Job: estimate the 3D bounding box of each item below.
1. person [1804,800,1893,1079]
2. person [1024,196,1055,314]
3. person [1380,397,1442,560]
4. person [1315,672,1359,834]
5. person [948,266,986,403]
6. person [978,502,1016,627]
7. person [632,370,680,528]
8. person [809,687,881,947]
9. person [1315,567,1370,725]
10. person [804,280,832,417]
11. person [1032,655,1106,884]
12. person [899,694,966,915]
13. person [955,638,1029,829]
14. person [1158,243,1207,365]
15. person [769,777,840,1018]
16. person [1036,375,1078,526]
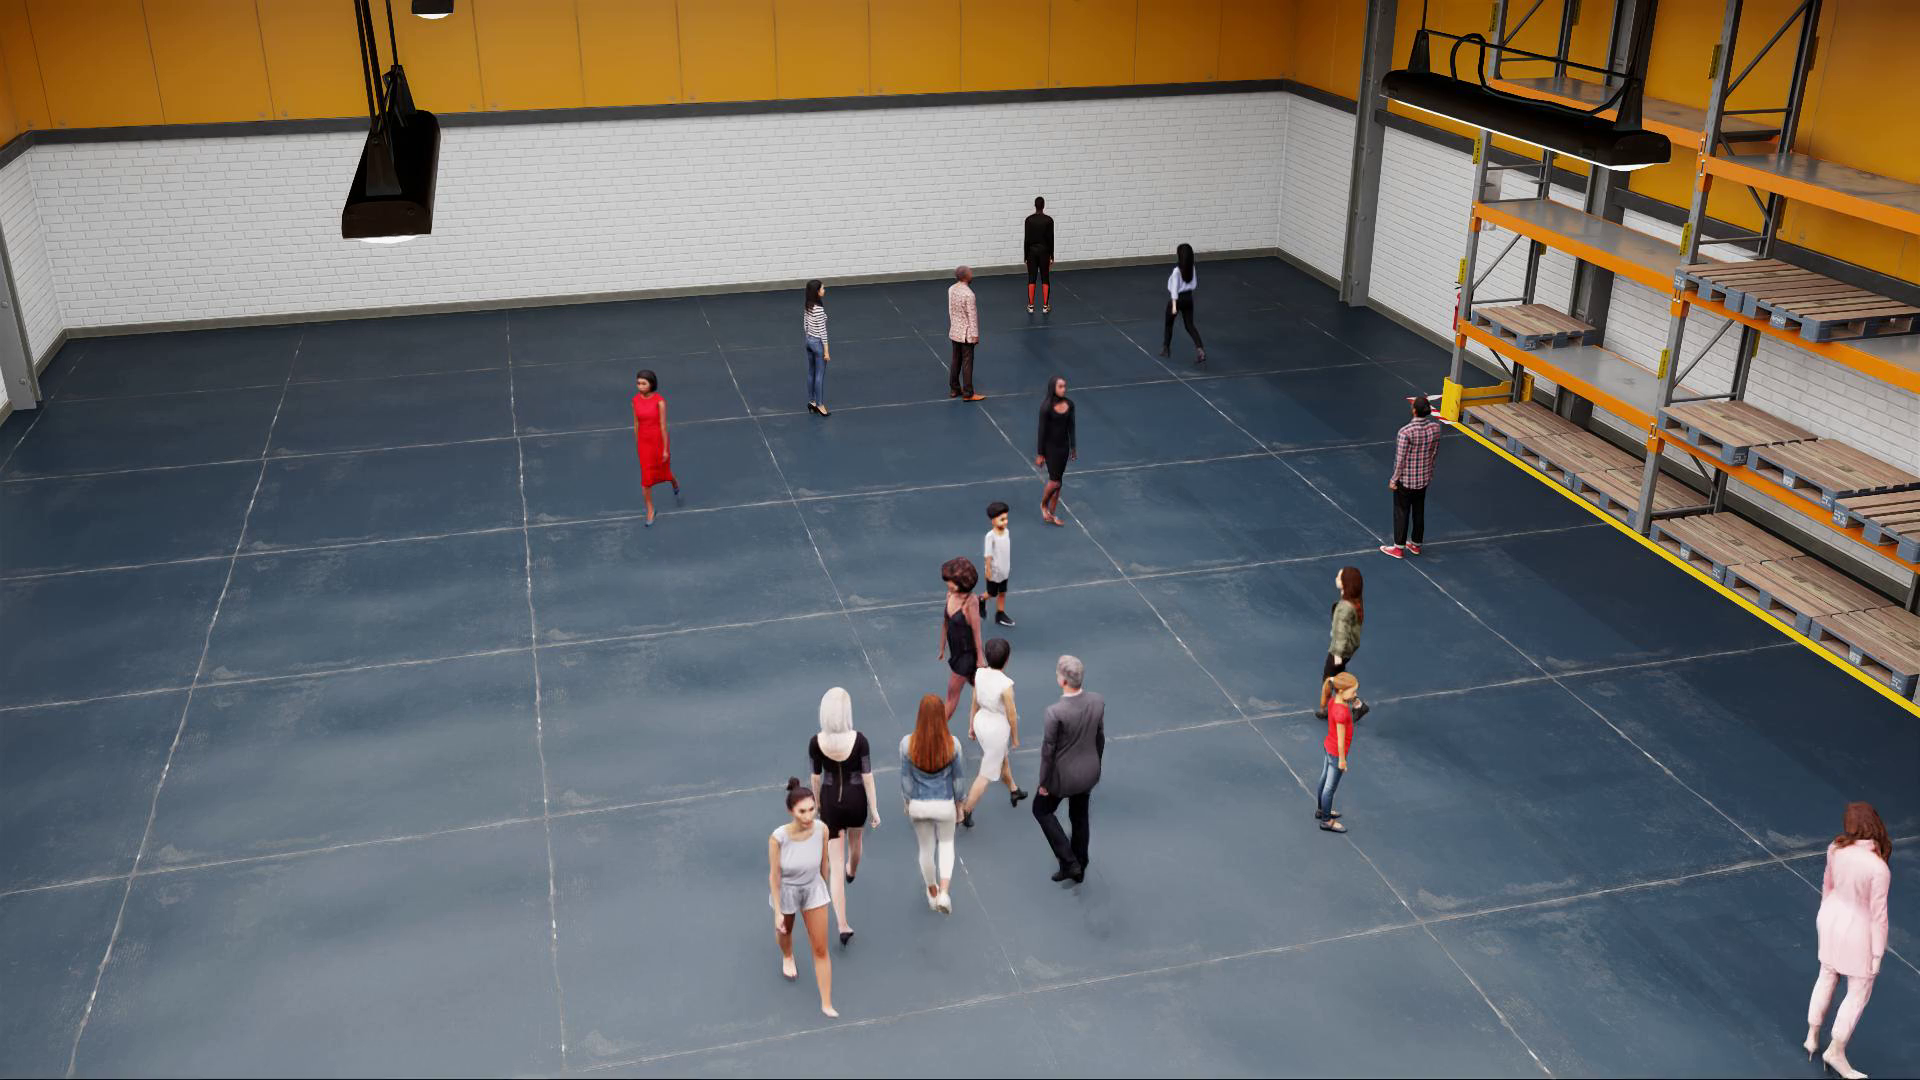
[{"bbox_3d":[5.438,2.462,10.188,0.822,1.773,0.502,-4,24,-9],"label":"person"},{"bbox_3d":[1.228,-4.470,26.004,0.697,1.807,0.651,2,24,4],"label":"person"},{"bbox_3d":[4.723,-0.665,17.359,0.736,1.761,0.677,-11,26,-24],"label":"person"},{"bbox_3d":[2.869,1.602,12.736,0.609,1.309,0.514,2,24,4],"label":"person"},{"bbox_3d":[0.043,-2.752,22.073,0.817,1.808,0.666,-17,29,-33],"label":"person"},{"bbox_3d":[0.318,0.215,15.976,0.759,1.255,0.667,21,31,39],"label":"person"},{"bbox_3d":[-3.325,-1.039,18.265,0.863,1.719,1.087,5,24,11],"label":"person"},{"bbox_3d":[-0.811,1.931,11.408,0.794,1.769,1.255,-1,24,-2],"label":"person"},{"bbox_3d":[3.309,0.922,14.093,0.814,1.467,0.758,7,25,16],"label":"person"},{"bbox_3d":[-1.851,-2.479,21.464,0.701,1.796,0.527,-15,28,-30],"label":"person"},{"bbox_3d":[0.829,1.696,11.878,0.854,1.824,0.819,-15,28,-30],"label":"person"},{"bbox_3d":[-0.195,1.907,11.570,0.731,1.684,0.874,1,24,3],"label":"person"},{"bbox_3d":[0.202,1.526,12.666,0.899,1.505,1.022,-20,30,-37],"label":"person"},{"bbox_3d":[3.193,-3.285,23.420,0.934,1.707,1.233,-17,29,-33],"label":"person"},{"bbox_3d":[-1.079,2.276,10.879,0.614,1.562,1.078,-7,25,-16],"label":"person"},{"bbox_3d":[0.991,-0.991,18.162,0.734,1.713,0.746,-17,29,-34],"label":"person"}]
